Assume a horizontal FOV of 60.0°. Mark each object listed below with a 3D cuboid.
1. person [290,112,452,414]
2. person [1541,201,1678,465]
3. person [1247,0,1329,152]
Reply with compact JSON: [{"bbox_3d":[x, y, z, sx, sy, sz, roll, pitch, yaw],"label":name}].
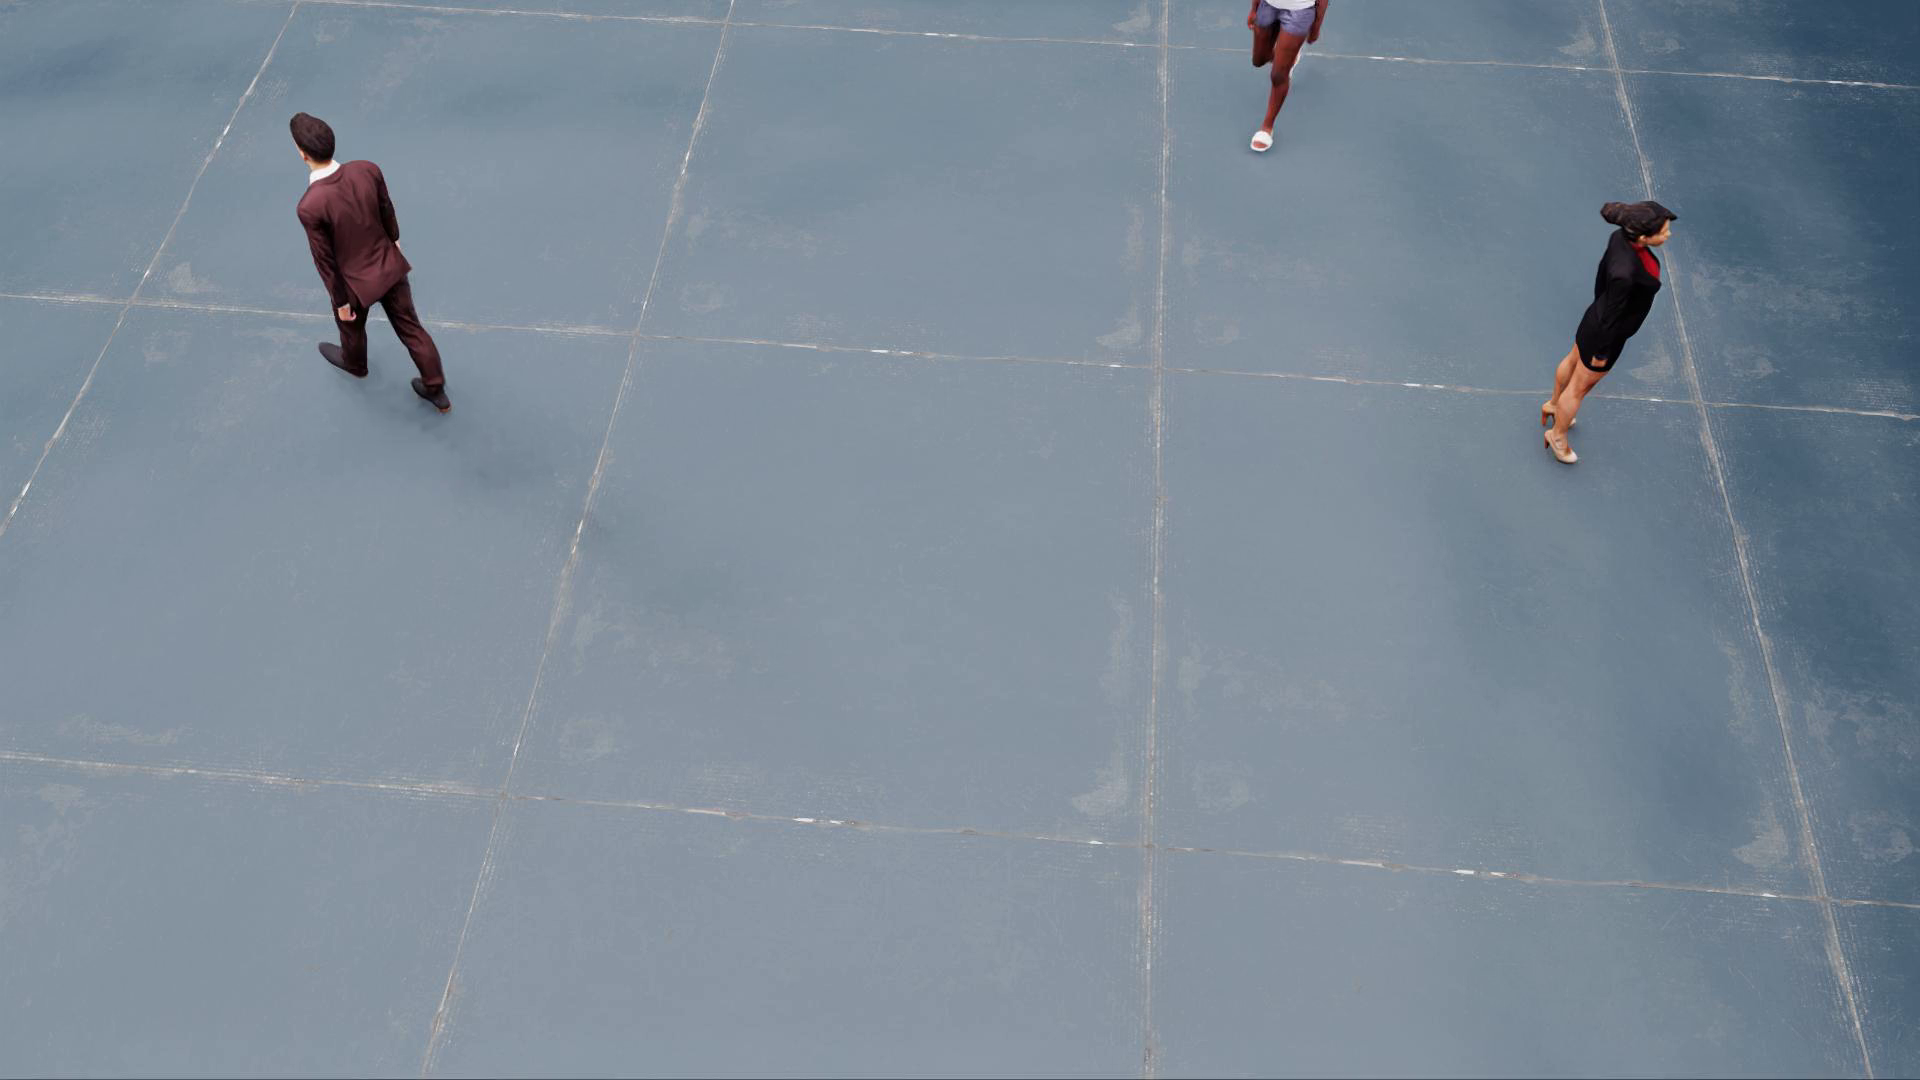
[{"bbox_3d":[-2.973,-1.325,8.500,1.201,1.834,1.062,32,59,22],"label":"person"},{"bbox_3d":[3.250,-1.054,8.413,0.657,1.639,0.605,11,53,8],"label":"person"},{"bbox_3d":[2.005,-3.209,10.040,0.959,1.706,0.910,25,56,18],"label":"person"}]
